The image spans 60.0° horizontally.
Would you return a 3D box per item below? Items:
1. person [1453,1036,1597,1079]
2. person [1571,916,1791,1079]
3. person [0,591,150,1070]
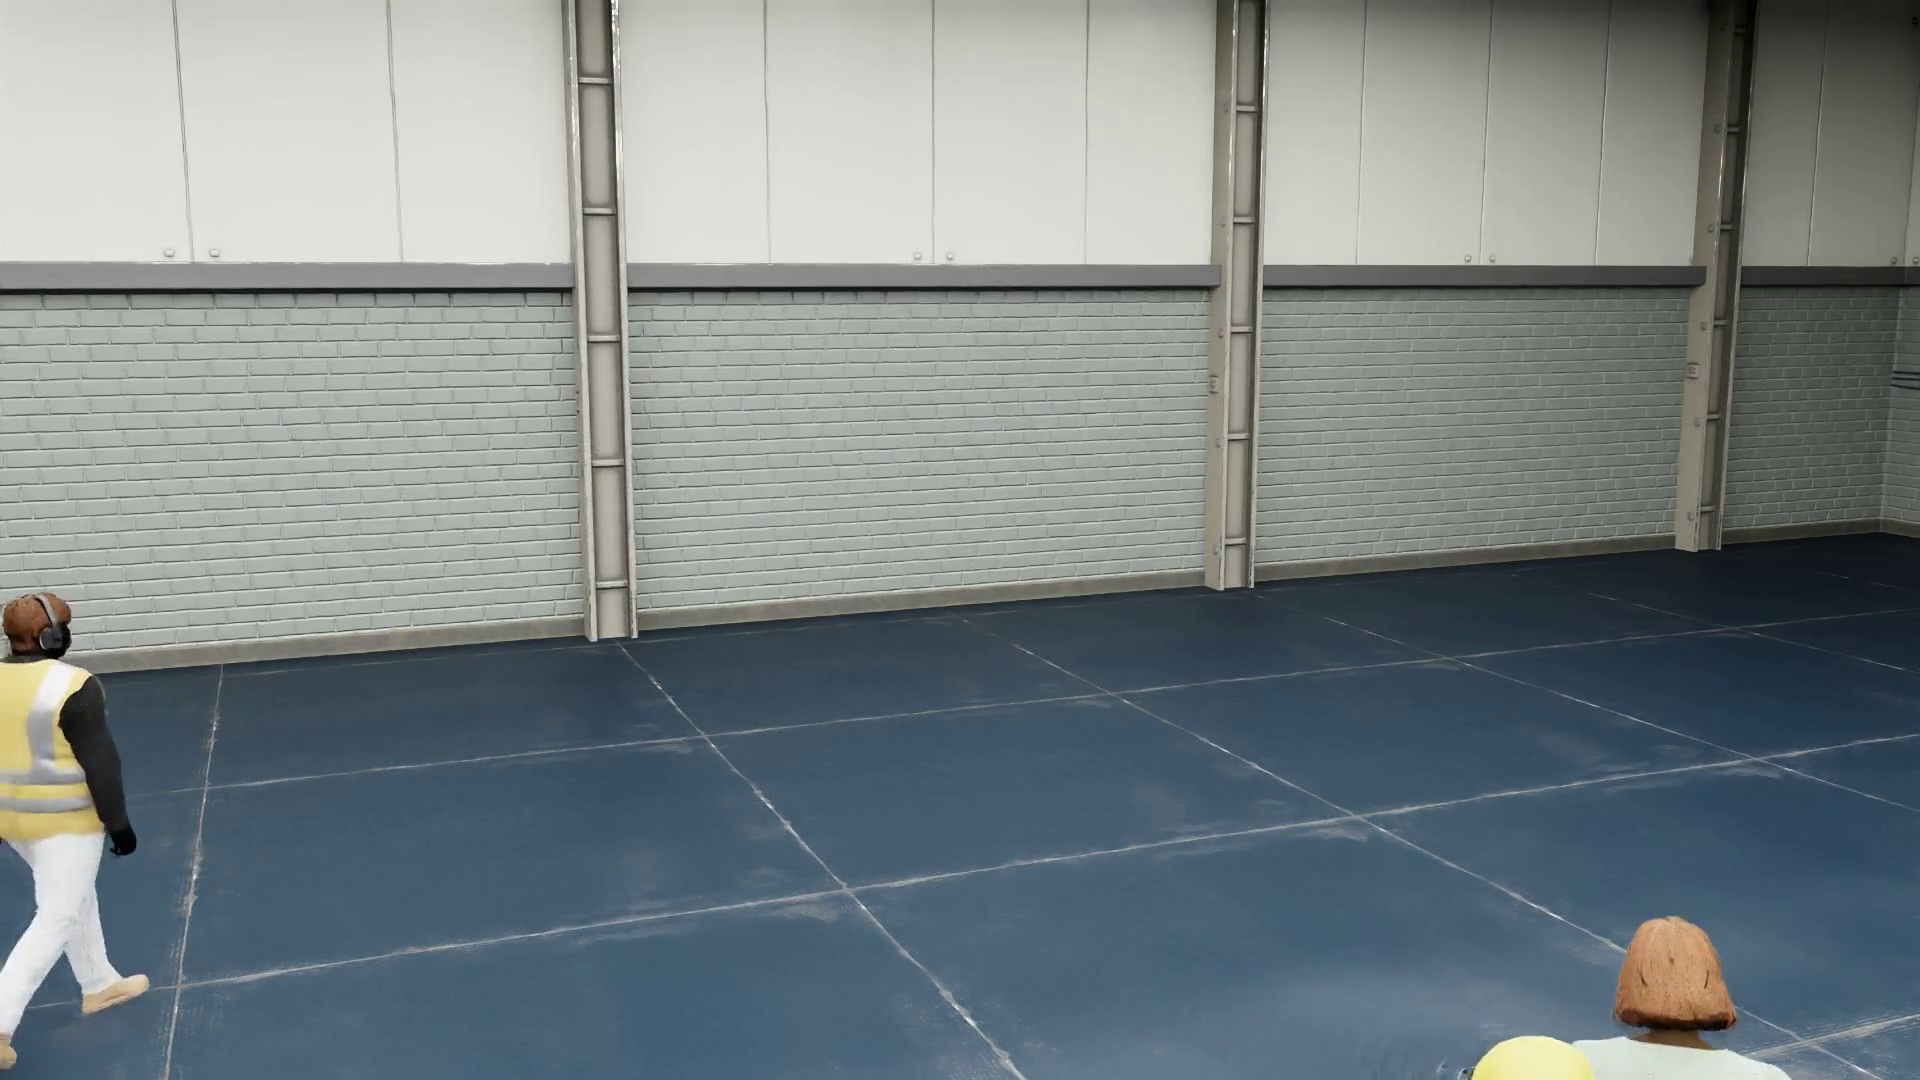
[{"bbox_3d":[0.949,1.703,2.935,0.357,1.752,0.522,7,11,37],"label":"person"},{"bbox_3d":[1.594,1.639,3.721,0.524,1.610,0.402,5,10,28],"label":"person"},{"bbox_3d":[-3.606,1.108,6.510,0.621,1.810,0.885,4,10,22],"label":"person"}]
